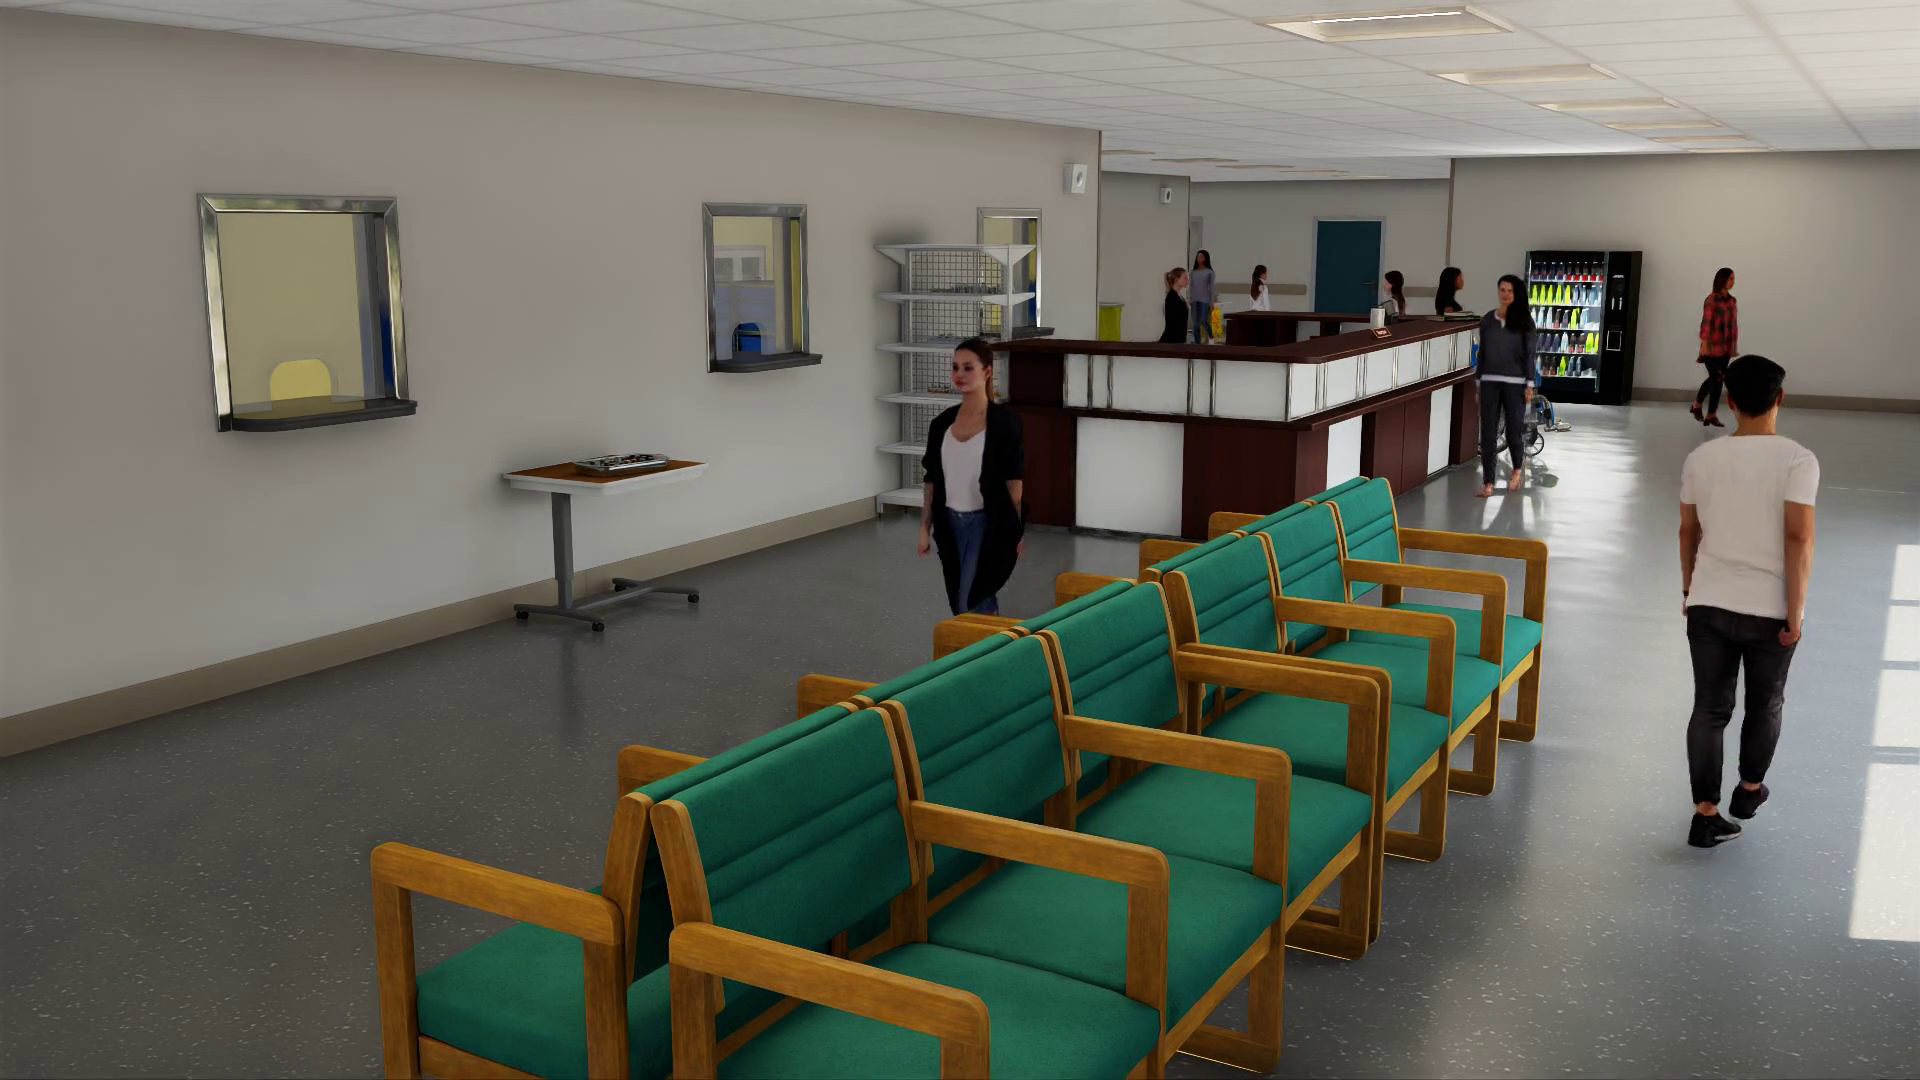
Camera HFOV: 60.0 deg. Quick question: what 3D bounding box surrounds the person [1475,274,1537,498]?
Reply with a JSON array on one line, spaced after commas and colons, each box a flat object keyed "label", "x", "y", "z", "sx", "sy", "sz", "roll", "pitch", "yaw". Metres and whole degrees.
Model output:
[{"label": "person", "x": 4.374, "y": -1.231, "z": 13.291, "sx": 0.843, "sy": 1.758, "sz": 0.718, "roll": 7, "pitch": 13, "yaw": 33}]

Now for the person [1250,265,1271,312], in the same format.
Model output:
[{"label": "person", "x": 4.486, "y": -3.354, "z": 25.019, "sx": 0.672, "sy": 1.557, "sz": 0.575, "roll": -7, "pitch": 13, "yaw": -32}]

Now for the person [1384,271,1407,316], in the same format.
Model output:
[{"label": "person", "x": 4.885, "y": -2.128, "z": 18.445, "sx": 1.098, "sy": 1.598, "sz": 0.660, "roll": 5, "pitch": 12, "yaw": 23}]

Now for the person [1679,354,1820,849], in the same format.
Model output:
[{"label": "person", "x": 2.676, "y": 0.238, "z": 5.712, "sx": 0.813, "sy": 1.667, "sz": 0.922, "roll": -9, "pitch": 14, "yaw": -40}]

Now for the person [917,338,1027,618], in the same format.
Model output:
[{"label": "person", "x": 0.119, "y": -0.019, "z": 7.224, "sx": 1.024, "sy": 1.638, "sz": 0.744, "roll": 7, "pitch": 13, "yaw": 32}]

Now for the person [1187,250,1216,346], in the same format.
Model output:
[{"label": "person", "x": 4.025, "y": -3.922, "z": 27.565, "sx": 0.755, "sy": 1.724, "sz": 0.697, "roll": 7, "pitch": 13, "yaw": 33}]

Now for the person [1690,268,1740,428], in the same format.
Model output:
[{"label": "person", "x": 8.044, "y": -2.055, "z": 17.809, "sx": 0.753, "sy": 1.692, "sz": 0.788, "roll": -6, "pitch": 12, "yaw": -28}]

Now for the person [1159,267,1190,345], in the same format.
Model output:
[{"label": "person", "x": 2.182, "y": -2.051, "z": 17.864, "sx": 1.098, "sy": 1.664, "sz": 0.794, "roll": 3, "pitch": 11, "yaw": 15}]
